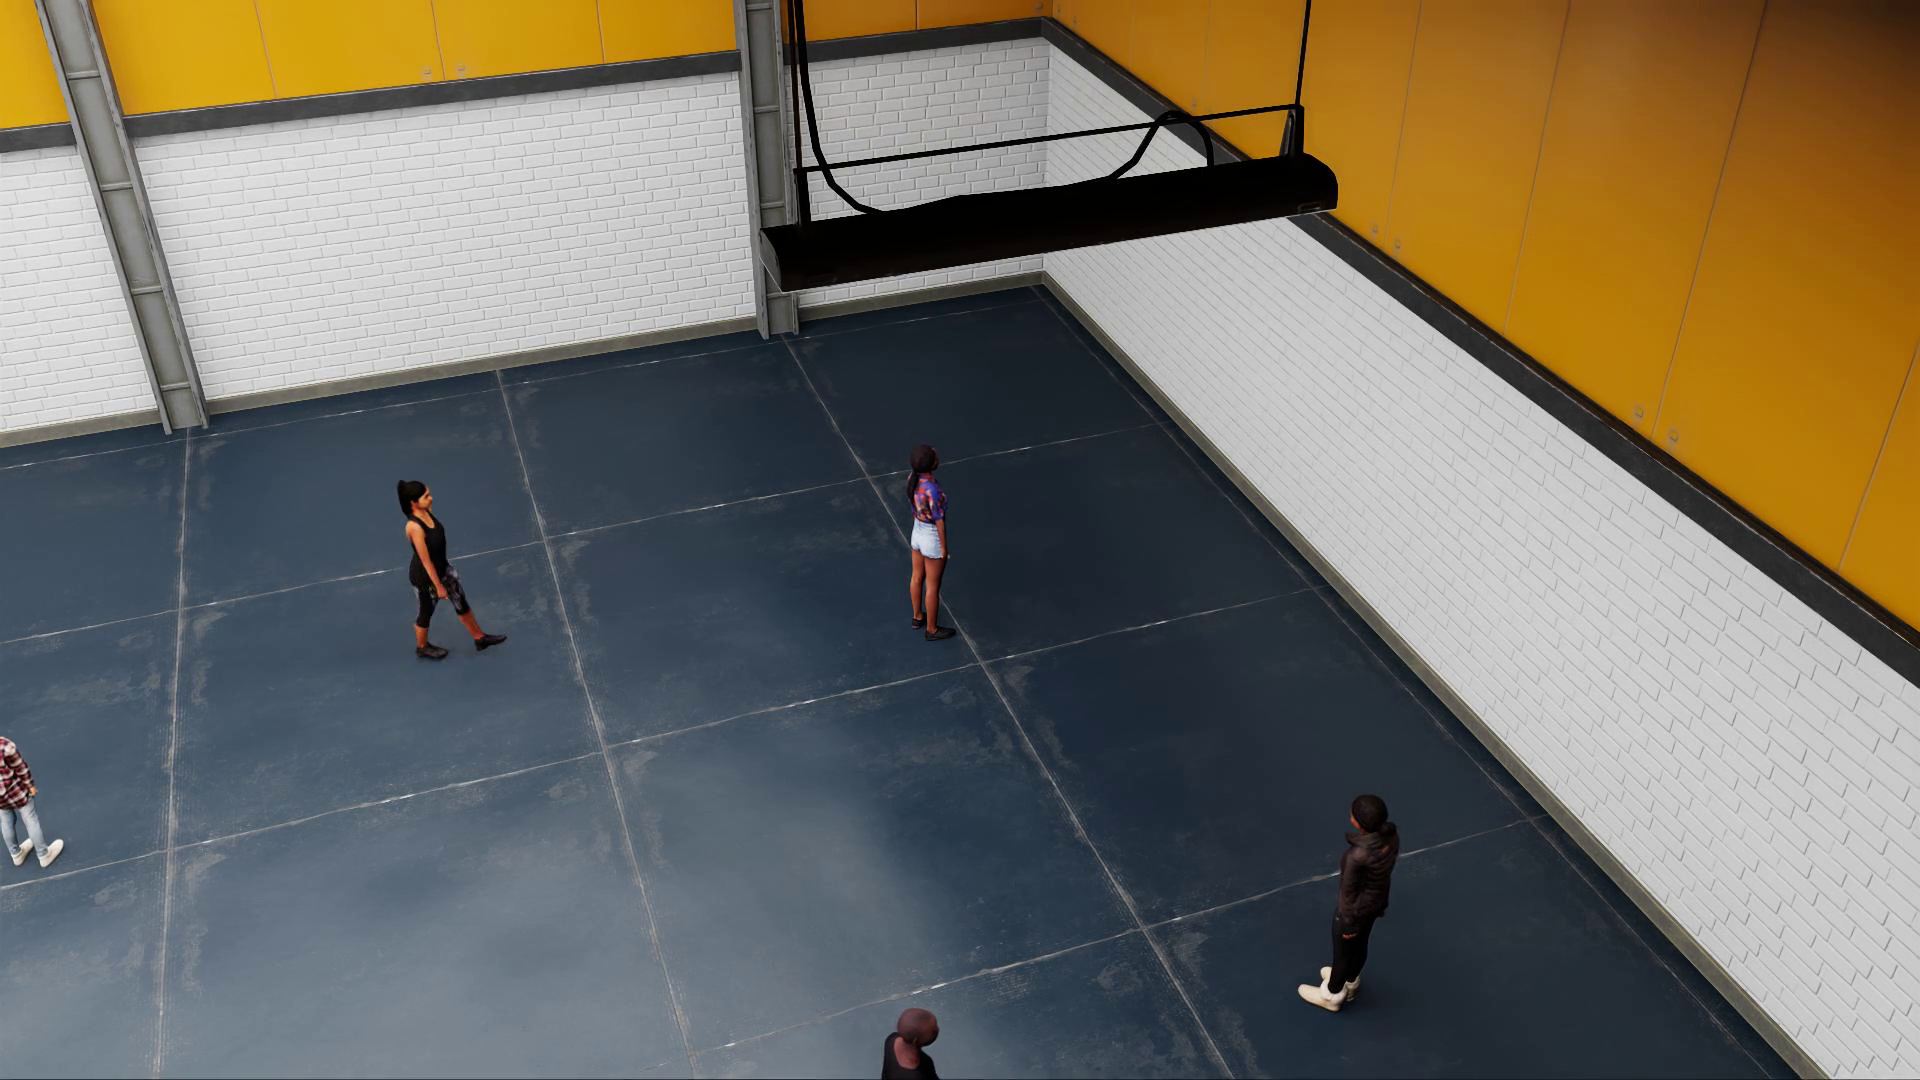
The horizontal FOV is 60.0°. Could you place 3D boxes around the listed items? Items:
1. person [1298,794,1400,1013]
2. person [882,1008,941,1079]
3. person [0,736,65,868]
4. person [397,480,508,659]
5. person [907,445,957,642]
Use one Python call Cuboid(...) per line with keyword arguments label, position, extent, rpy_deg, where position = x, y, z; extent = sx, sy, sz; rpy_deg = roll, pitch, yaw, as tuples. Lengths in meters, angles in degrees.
Cuboid(label="person", position=(2.379, 2.184, 9.887), extent=(0.730, 1.660, 0.662), rpy_deg=(14, 36, 21))
Cuboid(label="person", position=(-0.253, 3.029, 8.536), extent=(0.540, 1.748, 0.593), rpy_deg=(-13, 36, -19))
Cuboid(label="person", position=(-6.333, 1.632, 11.039), extent=(0.556, 1.304, 0.657), rpy_deg=(3, 34, 5))
Cuboid(label="person", position=(-4.159, 0.253, 12.809), extent=(1.024, 1.642, 0.798), rpy_deg=(-1, 34, -1))
Cuboid(label="person", position=(-0.254, 0.003, 13.094), extent=(0.592, 1.743, 0.637), rpy_deg=(-20, 39, -28))
